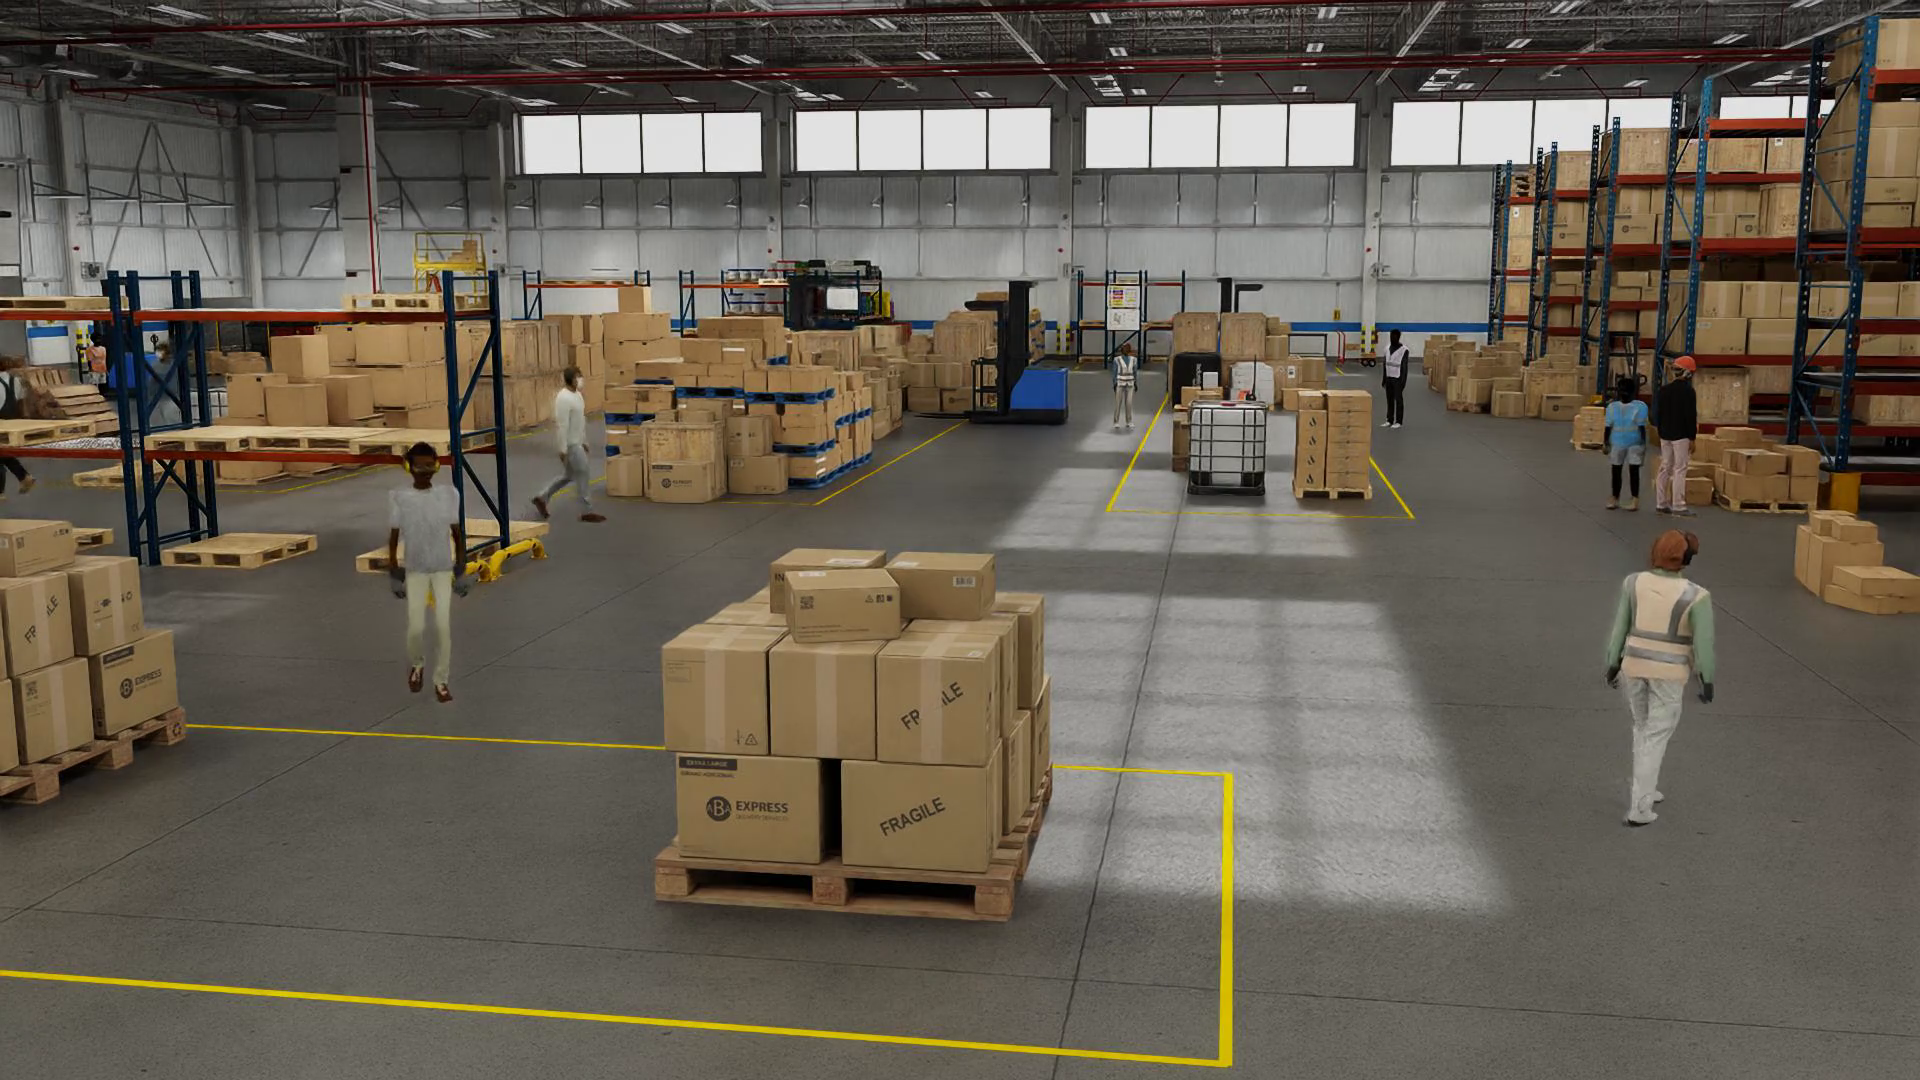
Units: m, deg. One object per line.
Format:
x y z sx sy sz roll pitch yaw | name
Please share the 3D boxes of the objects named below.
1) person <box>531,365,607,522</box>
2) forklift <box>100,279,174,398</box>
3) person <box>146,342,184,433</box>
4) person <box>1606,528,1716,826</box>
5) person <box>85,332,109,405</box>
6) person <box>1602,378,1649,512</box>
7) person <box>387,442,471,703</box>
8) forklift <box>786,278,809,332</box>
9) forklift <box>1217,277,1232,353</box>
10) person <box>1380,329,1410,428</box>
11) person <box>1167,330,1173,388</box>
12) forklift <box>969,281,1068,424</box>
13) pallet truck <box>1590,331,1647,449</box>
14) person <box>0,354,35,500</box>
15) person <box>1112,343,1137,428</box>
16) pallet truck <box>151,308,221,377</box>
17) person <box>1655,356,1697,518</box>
-4.755 -1.157 20.036 0.874 1.914 0.630 0 9 -1 | person
-19.606 -4.720 39.027 1.873 2.768 1.129 1 9 9 | forklift
-12.830 -2.254 26.897 0.652 1.882 1.041 2 9 11 | person
3.877 0.744 9.163 0.665 1.616 0.557 -7 12 -37 | person
-18.710 -3.654 36.086 0.322 1.697 0.530 3 10 16 | person
8.404 -1.201 20.988 0.584 1.686 0.324 7 12 38 | person
-3.722 0.227 11.695 0.524 1.857 0.425 -4 10 -25 | person
-4.121 -5.265 42.387 1.873 2.768 1.129 1 9 9 | forklift
7.708 -6.237 48.381 1.873 2.768 1.129 1 9 9 | forklift
8.400 -3.109 32.082 0.397 1.911 0.587 -5 11 -30 | person
5.406 -4.590 41.185 0.556 1.916 0.805 -3 10 -16 | person
1.194 -3.753 33.059 1.873 2.768 1.129 1 9 9 | forklift
11.253 -2.573 28.499 0.823 1.965 1.885 5 10 27 | pallet truck
-12.729 -1.534 21.956 0.582 2.000 0.690 1 9 7 | person
3.188 -2.991 32.176 0.511 1.641 0.308 -3 10 -15 | person
-21.869 -5.598 47.154 0.823 1.965 1.885 4 10 26 | pallet truck
8.839 -1.267 20.466 0.389 1.990 0.610 -3 10 -18 | person
